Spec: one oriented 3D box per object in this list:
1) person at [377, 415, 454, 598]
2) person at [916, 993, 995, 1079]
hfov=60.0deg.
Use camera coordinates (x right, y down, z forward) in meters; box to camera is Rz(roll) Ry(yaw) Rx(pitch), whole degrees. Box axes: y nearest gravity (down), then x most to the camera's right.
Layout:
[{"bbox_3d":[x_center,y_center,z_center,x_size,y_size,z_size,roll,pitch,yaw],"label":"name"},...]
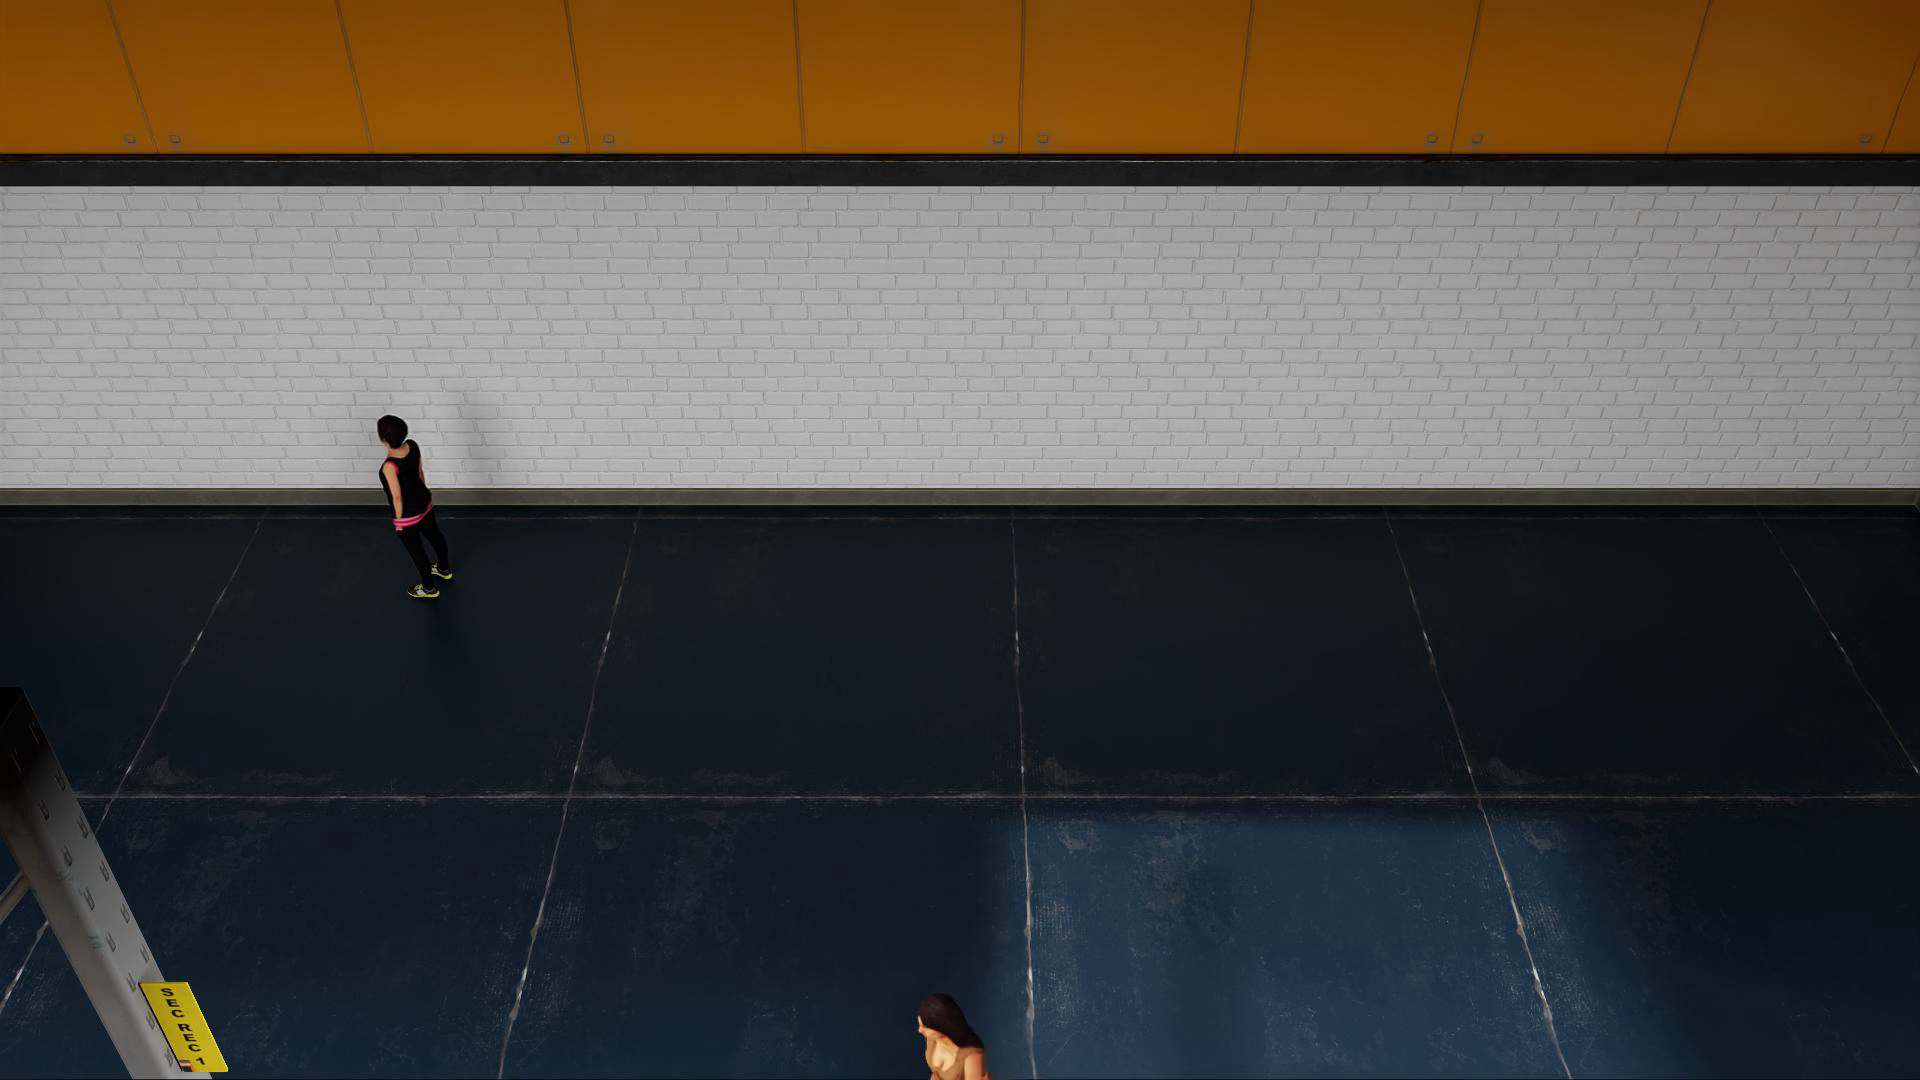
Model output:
[{"bbox_3d":[-4.009,-0.260,12.166,0.661,1.552,0.539,12,40,14],"label":"person"},{"bbox_3d":[0.063,2.758,8.310,0.898,1.648,0.977,24,44,27],"label":"person"}]
